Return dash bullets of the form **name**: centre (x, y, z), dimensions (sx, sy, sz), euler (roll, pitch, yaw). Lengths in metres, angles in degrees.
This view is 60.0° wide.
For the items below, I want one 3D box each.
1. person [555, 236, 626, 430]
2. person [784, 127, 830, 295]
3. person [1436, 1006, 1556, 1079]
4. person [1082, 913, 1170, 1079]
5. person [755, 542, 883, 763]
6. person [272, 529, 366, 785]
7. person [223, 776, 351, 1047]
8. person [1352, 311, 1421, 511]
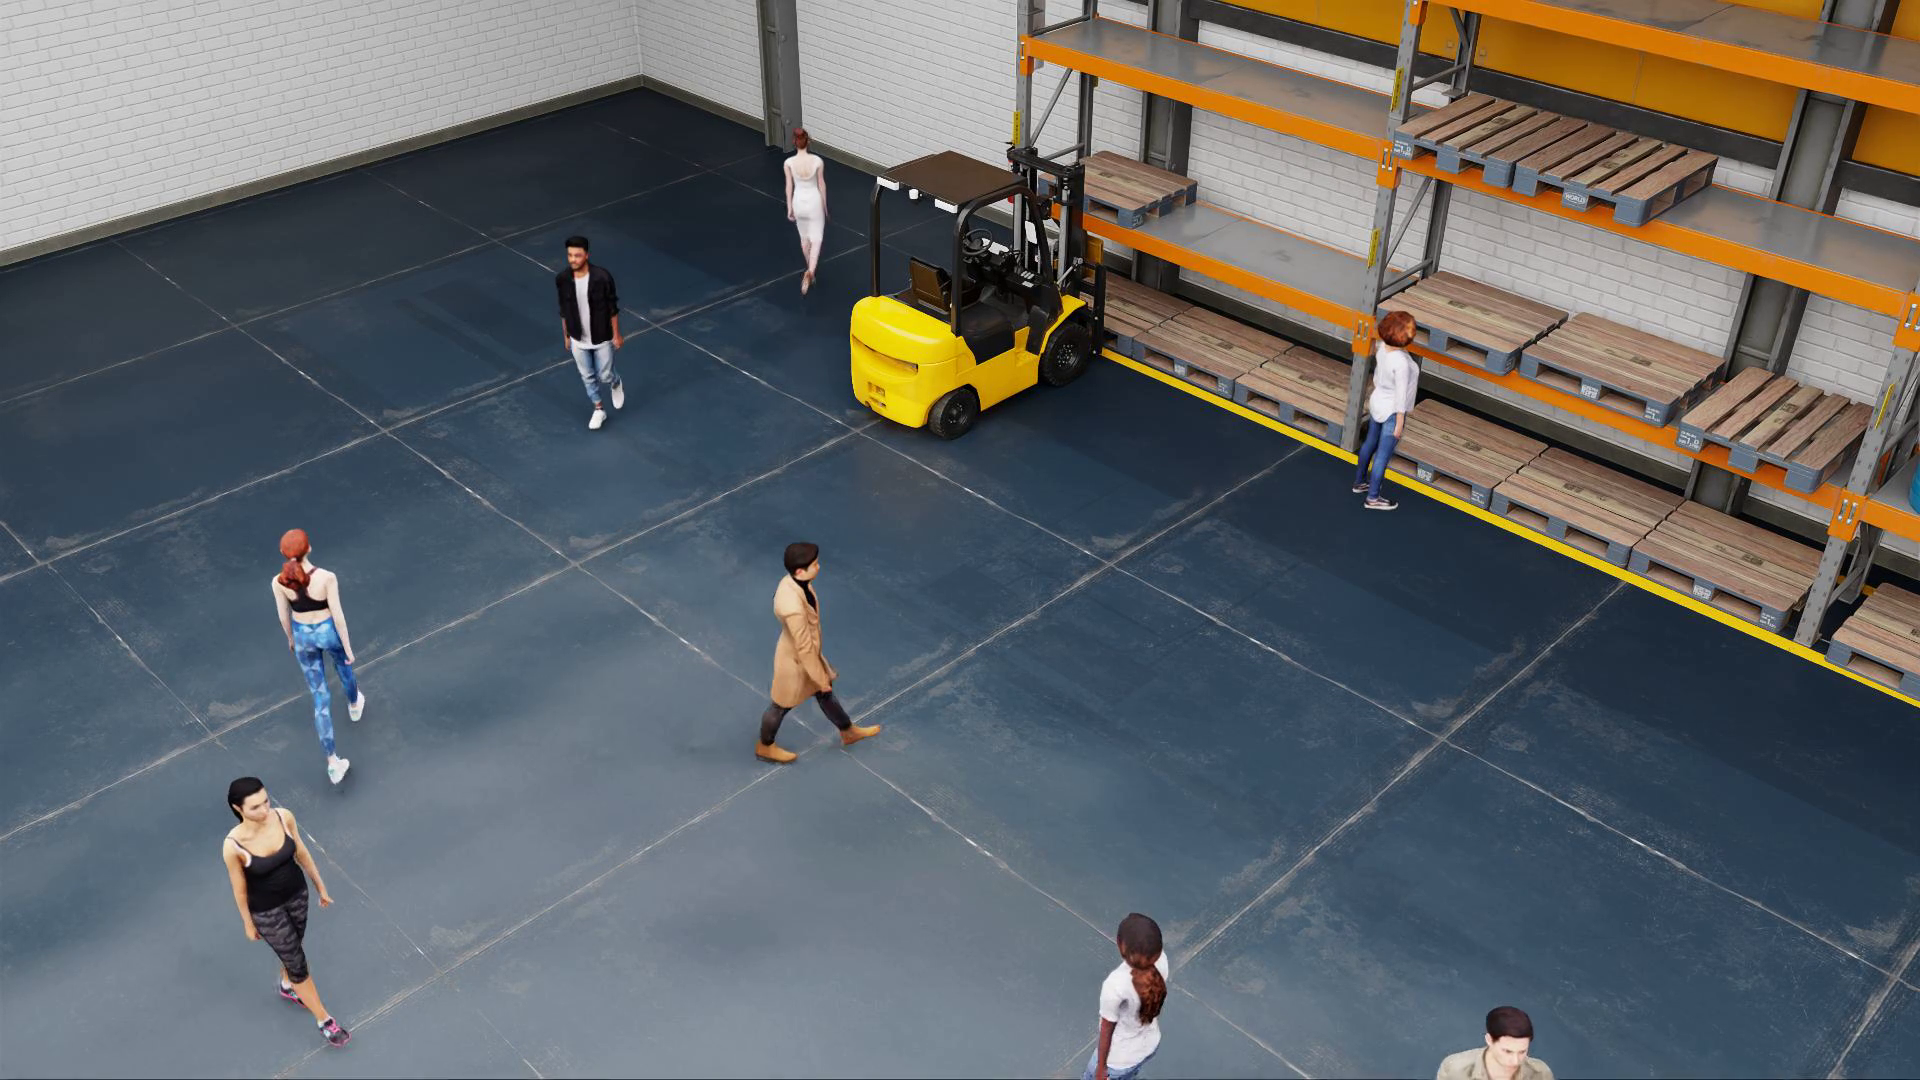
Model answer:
- **person**: centre (-3.221, -1.881, 14.680), dimensions (0.921, 1.801, 0.976), euler (5, 34, 8)
- **person**: centre (-1.543, -3.286, 16.823), dimensions (1.021, 1.769, 1.054), euler (1, 34, 2)
- **person**: centre (2.364, 2.768, 7.638), dimensions (0.986, 1.854, 1.039), euler (1, 34, 2)
- **person**: centre (0.869, 2.525, 8.135), dimensions (0.597, 1.709, 0.687), euler (-28, 42, -35)
- **person**: centre (-1.143, 0.769, 10.793), dimensions (1.172, 1.692, 1.093), euler (2, 34, 2)
- **person**: centre (-4.150, 0.763, 10.761), dimensions (1.032, 1.737, 1.245), euler (-6, 34, -8)
- **person**: centre (-3.730, 1.936, 9.019), dimensions (0.931, 1.711, 0.690), euler (21, 39, 28)
- **person**: centre (3.472, -1.082, 13.560), dimensions (0.810, 1.711, 0.719), euler (-6, 34, -9)
